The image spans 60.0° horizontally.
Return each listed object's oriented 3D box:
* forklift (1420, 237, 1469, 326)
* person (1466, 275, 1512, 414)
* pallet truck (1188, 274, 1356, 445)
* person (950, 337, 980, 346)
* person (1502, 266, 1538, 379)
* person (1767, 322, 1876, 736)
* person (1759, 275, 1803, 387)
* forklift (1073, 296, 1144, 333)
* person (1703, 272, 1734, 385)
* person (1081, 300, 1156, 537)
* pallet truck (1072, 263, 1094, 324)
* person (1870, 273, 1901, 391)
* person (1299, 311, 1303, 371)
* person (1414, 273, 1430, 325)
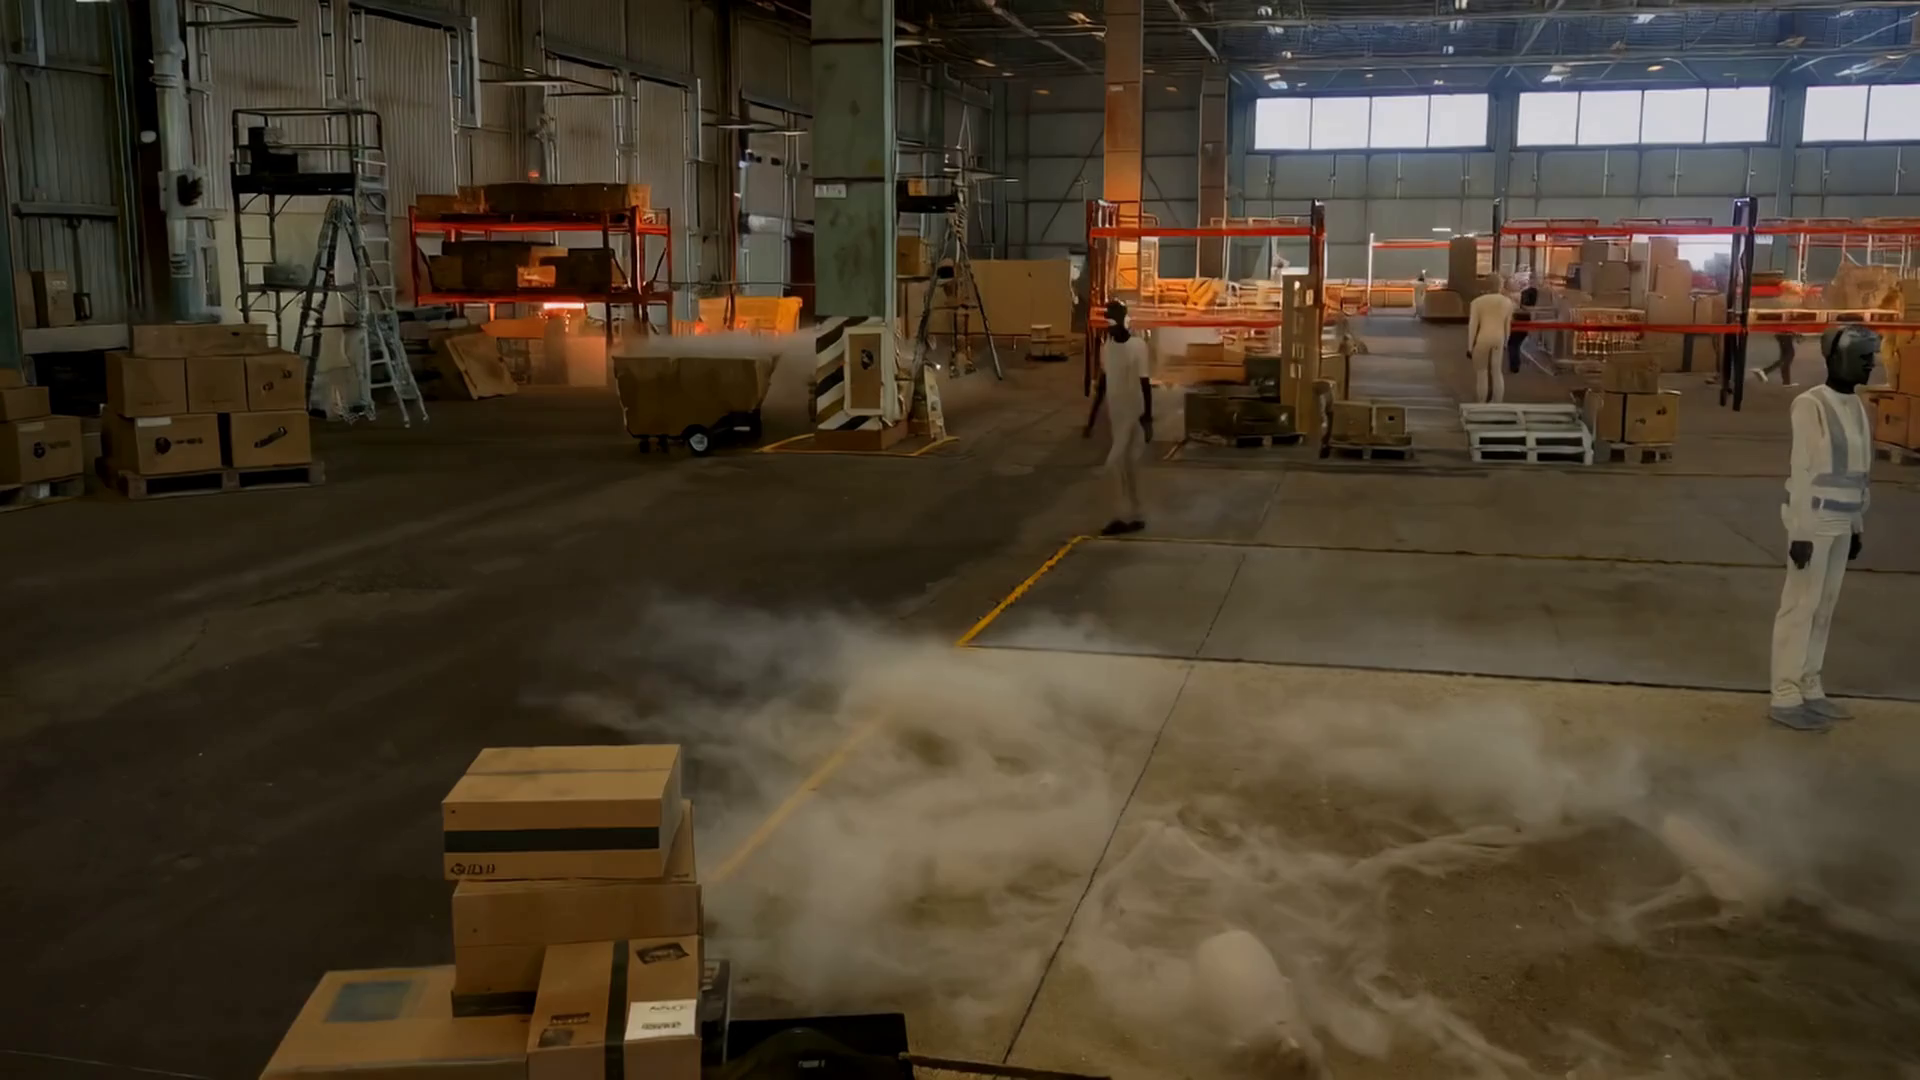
[{"bbox_3d":[15.634,-8.155,52.421,1.873,2.768,1.129,-1,10,-5],"label":"forklift"},{"bbox_3d":[7.260,-2.667,22.884,0.628,1.936,0.375,-2,10,-11],"label":"person"},{"bbox_3d":[3.653,-2.138,19.590,1.885,1.965,0.823,-4,10,-20],"label":"pallet truck"},{"bbox_3d":[0.112,-5.771,41.294,0.960,1.875,0.684,-7,12,-37],"label":"person"},{"bbox_3d":[9.984,-3.917,29.936,0.573,2.000,0.720,-4,11,-24],"label":"person"},{"bbox_3d":[3.992,-0.056,7.671,0.574,1.881,0.357,-8,13,-40],"label":"person"},{"bbox_3d":[13.780,-3.489,27.862,0.695,1.897,0.591,-1,10,-7],"label":"person"},{"bbox_3d":[4.260,-7.282,47.279,1.873,2.768,1.129,2,10,14],"label":"forklift"},{"bbox_3d":[13.067,-3.630,28.590,0.368,1.932,0.623,0,10,0],"label":"person"},{"bbox_3d":[1.213,-0.943,13.017,0.716,1.843,0.533,-5,11,-28],"label":"person"},{"bbox_3d":[4.325,-8.180,55.162,0.823,1.965,1.885,6,11,31],"label":"pallet truck"},{"bbox_3d":[15.141,-3.386,27.155,0.368,1.932,0.623,5,11,29],"label":"person"},{"bbox_3d":[6.676,-4.096,31.887,0.320,1.738,0.486,6,12,34],"label":"person"},{"bbox_3d":[15.008,-7.838,54.060,0.530,1.689,0.322,-3,10,-15],"label":"person"}]
